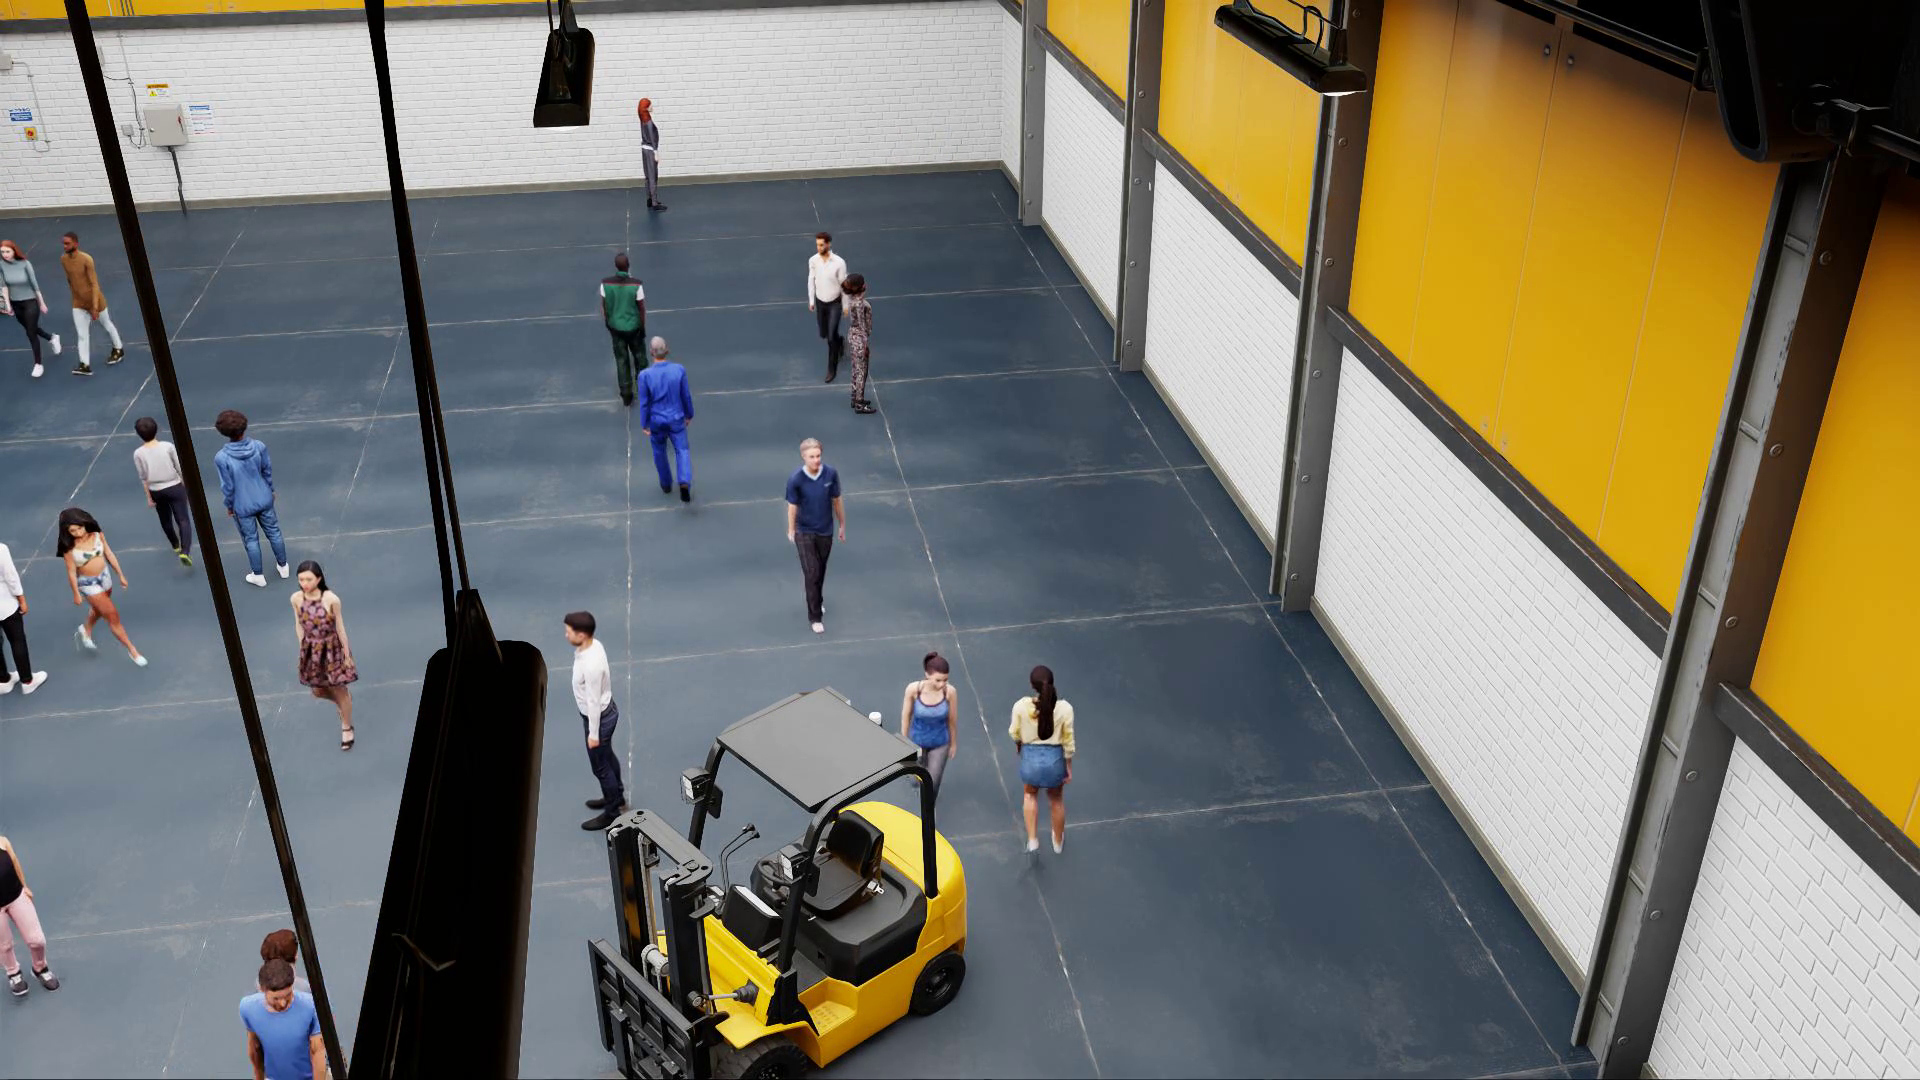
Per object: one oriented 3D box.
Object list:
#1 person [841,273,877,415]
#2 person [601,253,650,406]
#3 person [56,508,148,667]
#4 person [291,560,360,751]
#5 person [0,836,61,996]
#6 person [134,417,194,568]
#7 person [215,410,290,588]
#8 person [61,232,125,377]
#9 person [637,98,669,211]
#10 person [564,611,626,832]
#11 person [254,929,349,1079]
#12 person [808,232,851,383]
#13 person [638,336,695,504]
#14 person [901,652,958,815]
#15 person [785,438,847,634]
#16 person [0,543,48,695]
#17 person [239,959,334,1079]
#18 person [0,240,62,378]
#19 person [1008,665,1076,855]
[{"bbox_3d":[-1.197,-2.339,19.675,0.655,1.714,0.532,-8,30,-14],"label":"person"},{"bbox_3d":[-4.007,-2.485,19.849,0.810,1.803,1.082,-1,29,-2],"label":"person"},{"bbox_3d":[-7.733,0.407,14.795,1.017,1.565,1.058,11,30,19],"label":"person"},{"bbox_3d":[-5.168,0.910,13.667,0.687,1.763,0.807,-1,29,-2],"label":"person"},{"bbox_3d":[-6.426,2.418,11.139,0.767,1.537,0.698,23,36,36],"label":"person"},{"bbox_3d":[-7.835,-0.460,16.424,0.676,1.527,1.067,-10,30,-18],"label":"person"},{"bbox_3d":[-6.838,-0.407,16.040,0.758,1.803,0.763,-24,37,-36],"label":"person"},{"bbox_3d":[-10.831,-2.983,20.803,0.876,1.762,1.236,4,29,7],"label":"person"},{"bbox_3d":[-4.972,-6.199,26.683,0.700,1.779,0.548,-15,32,-25],"label":"person"},{"bbox_3d":[-2.761,1.358,12.743,0.660,1.862,0.520,-5,29,-9],"label":"person"},{"bbox_3d":[-3.953,3.068,9.870,0.810,1.610,1.109,4,29,7],"label":"person"},{"bbox_3d":[-1.597,-2.948,20.655,0.995,1.844,1.180,8,30,14],"label":"person"},{"bbox_3d":[-3.068,-1.236,17.558,0.813,1.805,1.080,-9,30,-16],"label":"person"},{"bbox_3d":[-0.239,1.525,12.728,0.679,1.582,0.890,1,29,2],"label":"person"},{"bbox_3d":[-1.385,-0.128,15.479,0.817,1.850,0.982,-12,31,-21],"label":"person"},{"bbox_3d":[-8.338,0.513,14.350,0.655,1.806,0.612,0,29,0],"label":"person"},{"bbox_3d":[-3.815,3.064,9.665,0.727,1.814,1.152,-1,29,-1],"label":"person"},{"bbox_3d":[-11.645,-2.947,20.785,0.742,1.717,1.125,0,29,-1],"label":"person"},{"bbox_3d":[0.592,1.690,12.392,0.740,1.614,0.826,4,29,7],"label":"person"}]
